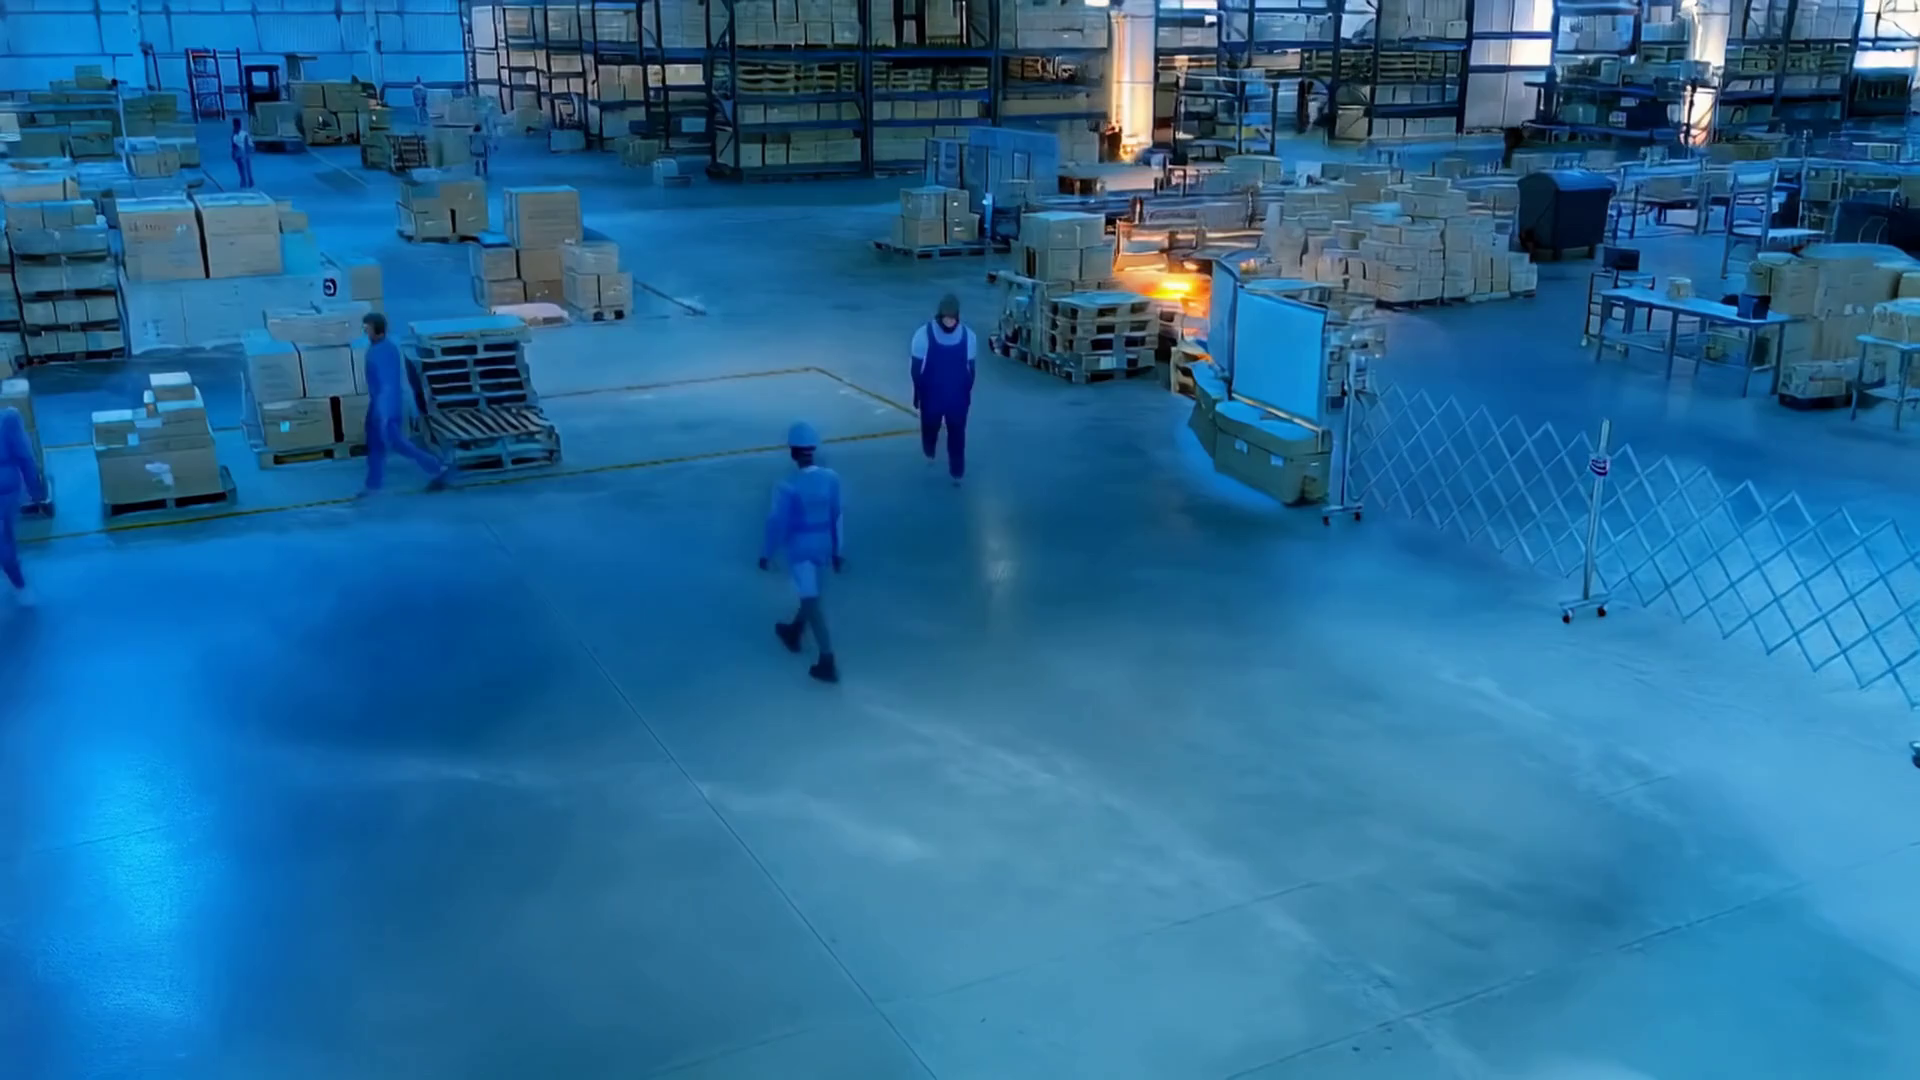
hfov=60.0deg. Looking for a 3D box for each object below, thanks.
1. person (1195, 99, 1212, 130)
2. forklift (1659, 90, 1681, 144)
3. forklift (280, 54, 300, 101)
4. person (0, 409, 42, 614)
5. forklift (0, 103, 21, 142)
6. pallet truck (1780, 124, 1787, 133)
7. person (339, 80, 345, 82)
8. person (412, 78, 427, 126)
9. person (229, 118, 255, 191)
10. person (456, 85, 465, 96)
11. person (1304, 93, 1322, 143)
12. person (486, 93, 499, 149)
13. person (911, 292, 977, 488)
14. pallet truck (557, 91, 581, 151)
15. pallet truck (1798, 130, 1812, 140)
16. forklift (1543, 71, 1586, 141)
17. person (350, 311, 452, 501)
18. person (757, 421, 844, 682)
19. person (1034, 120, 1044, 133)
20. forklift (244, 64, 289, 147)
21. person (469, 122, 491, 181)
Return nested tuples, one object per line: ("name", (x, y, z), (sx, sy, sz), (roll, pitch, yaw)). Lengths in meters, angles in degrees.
("person", (9.218, -16.207, 62.953), (0.661, 1.887, 0.509), (10, 20, 29))
("forklift", (25.221, -15.005, 57.612), (1.873, 2.768, 1.129), (-9, 20, -26))
("forklift", (-28.221, -19.166, 70.584), (1.873, 2.768, 1.129), (-9, 20, -26))
("person", (-7.936, -0.423, 13.612), (1.059, 1.975, 0.609), (14, 23, 38))
("forklift", (-35.172, -15.788, 60.054), (1.873, 2.768, 1.129), (10, 20, 29))
("pallet truck", (25.206, -12.542, 52.601), (1.601, 1.201, 0.680), (0, 18, -2))
("person", (-24.632, -17.370, 66.443), (0.632, 1.973, 0.689), (6, 19, 17))
("person", (-22.548, -18.278, 69.335), (0.371, 1.941, 0.627), (5, 18, 16))
("person", (-19.292, -10.341, 44.651), (0.584, 1.908, 0.389), (7, 19, 22))
("person", (-20.993, -18.259, 69.784), (0.644, 1.610, 0.530), (-15, 23, -39))
("person", (12.862, -15.327, 60.429), (0.536, 1.757, 0.528), (-5, 19, -16))
("person", (-16.283, -14.599, 57.918), (0.411, 1.908, 0.643), (-4, 18, -13))
("person", (-0.162, -1.599, 17.172), (0.691, 2.000, 0.754), (-3, 18, -8))
("pallet truck", (-13.495, -14.412, 57.188), (0.823, 1.965, 1.885), (-3, 18, -9))
("pallet truck", (25.526, -11.556, 49.408), (1.630, 1.274, 0.653), (-9, 20, -26))
("forklift", (18.685, -13.231, 52.085), (1.873, 2.768, 1.129), (-9, 20, -26))
("person", (-5.657, -1.352, 16.626), (0.936, 1.910, 0.638), (-9, 20, -27))
("person", (-1.182, 0.050, 12.268), (0.571, 1.883, 0.980), (-14, 23, -37))
("person", (2.262, -11.238, 47.847), (0.885, 1.654, 0.531), (-8, 20, -24))
("forklift", (-24.565, -15.336, 58.646), (1.129, 2.768, 1.873), (-9, 20, -27))
("person", (-13.505, -10.900, 46.802), (0.540, 1.645, 0.884), (-1, 18, -3))
